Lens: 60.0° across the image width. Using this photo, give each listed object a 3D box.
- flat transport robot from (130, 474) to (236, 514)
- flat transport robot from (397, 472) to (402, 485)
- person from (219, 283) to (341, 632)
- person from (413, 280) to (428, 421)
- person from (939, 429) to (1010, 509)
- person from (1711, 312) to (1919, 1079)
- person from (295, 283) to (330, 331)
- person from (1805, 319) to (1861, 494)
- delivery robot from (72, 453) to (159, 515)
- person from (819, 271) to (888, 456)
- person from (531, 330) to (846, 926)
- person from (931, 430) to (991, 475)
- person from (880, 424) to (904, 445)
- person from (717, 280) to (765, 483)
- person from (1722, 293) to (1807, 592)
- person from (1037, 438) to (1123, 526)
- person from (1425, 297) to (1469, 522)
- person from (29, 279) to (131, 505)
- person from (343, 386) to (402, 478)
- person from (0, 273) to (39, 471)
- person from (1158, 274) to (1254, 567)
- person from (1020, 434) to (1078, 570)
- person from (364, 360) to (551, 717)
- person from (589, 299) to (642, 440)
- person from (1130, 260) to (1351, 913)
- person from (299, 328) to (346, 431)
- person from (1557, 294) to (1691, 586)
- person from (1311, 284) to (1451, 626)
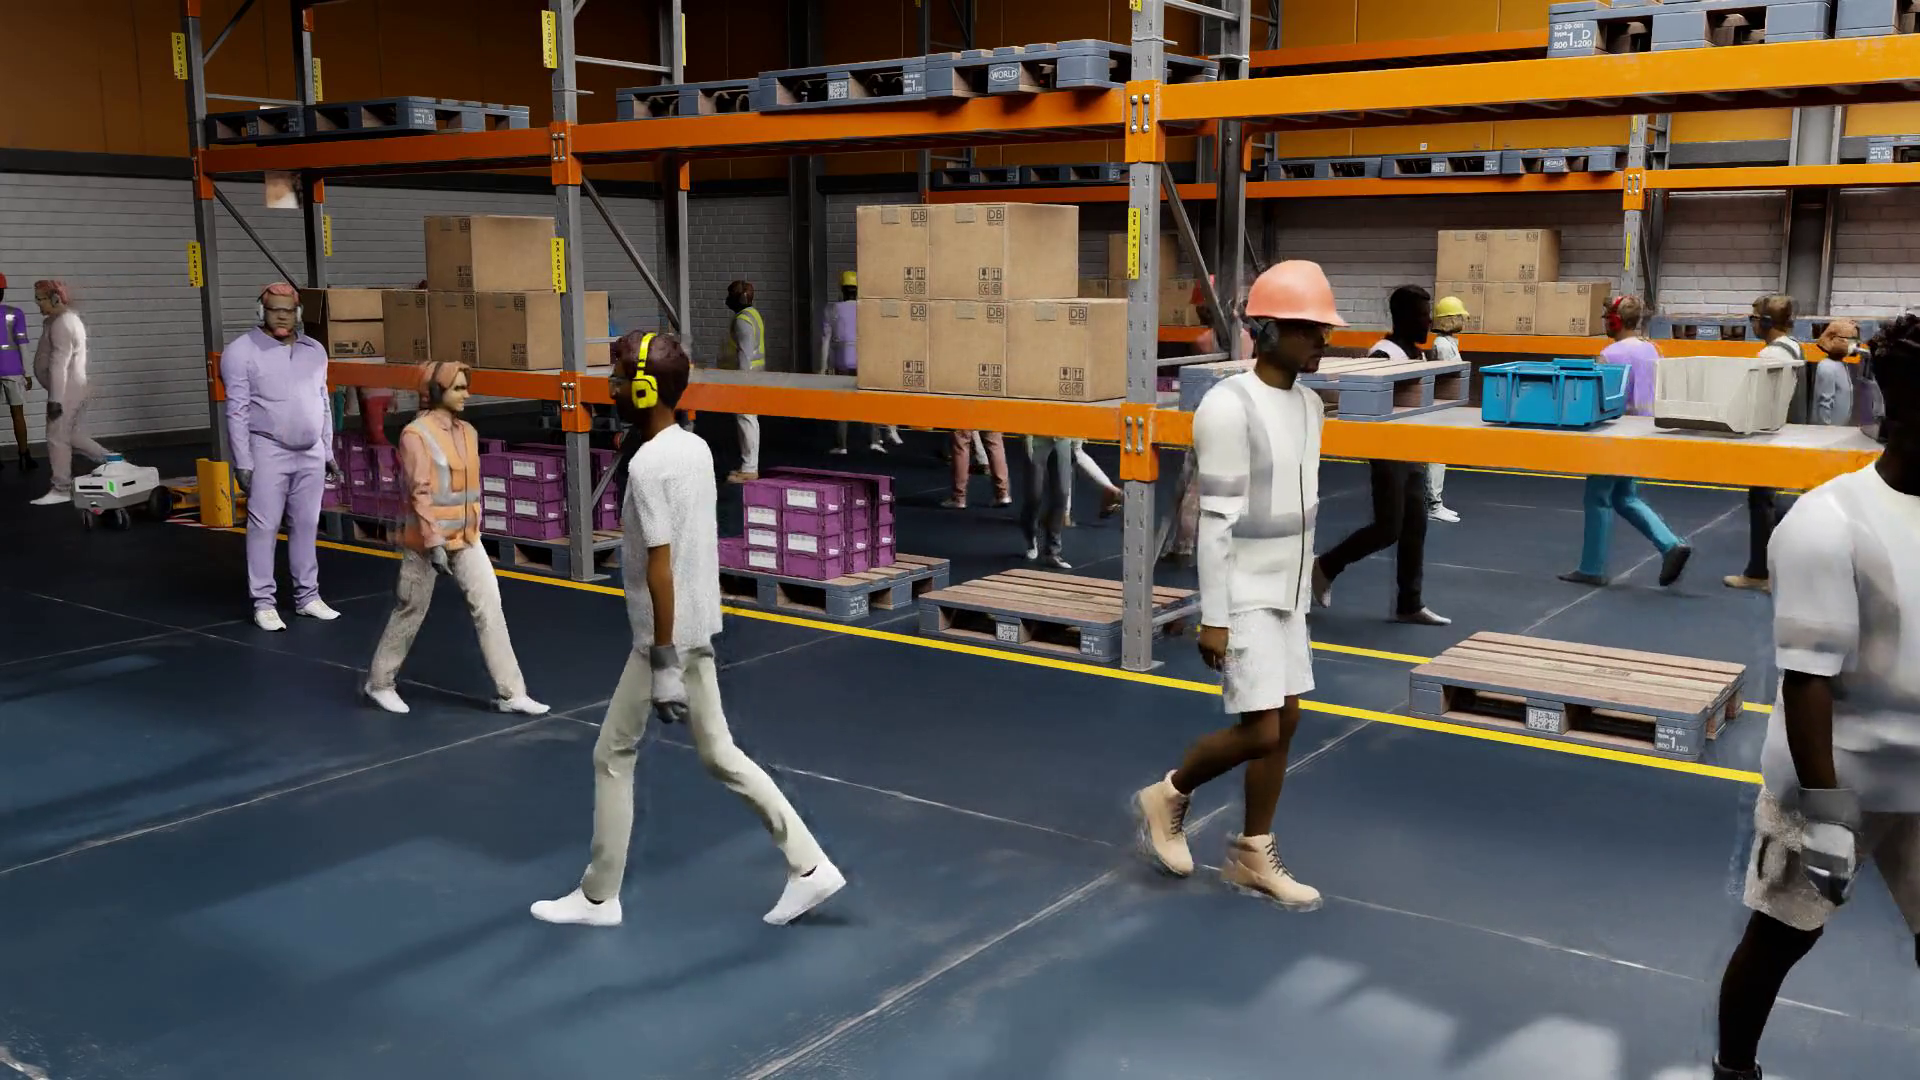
[{"bbox_3d":[-6.134,-0.409,13.734,0.652,0.197,1.431,9,13,42],"label":"flat transport robot"},{"bbox_3d":[-5.181,-0.584,14.779,0.652,0.197,1.431,8,13,40],"label":"flat transport robot"},{"bbox_3d":[-3.717,-0.461,9.202,0.399,1.903,0.643,6,11,32],"label":"person"},{"bbox_3d":[-5.440,-1.742,17.055,0.587,1.838,1.023,5,11,28],"label":"person"},{"bbox_3d":[0.112,-1.175,13.526,0.689,1.902,0.574,-6,11,-32],"label":"person"},{"bbox_3d":[1.953,0.503,3.388,0.624,1.918,0.957,-4,10,-21],"label":"person"},{"bbox_3d":[-6.462,-1.679,16.659,0.570,1.833,0.776,-7,12,-35],"label":"person"},{"bbox_3d":[5.893,-0.675,11.267,0.268,1.632,0.508,7,12,36],"label":"person"},{"bbox_3d":[-6.423,-0.418,12.666,0.477,0.478,0.707,0,9,3],"label":"delivery robot"},{"bbox_3d":[-1.085,-1.816,17.248,0.769,1.908,0.520,0,10,-2],"label":"person"},{"bbox_3d":[-0.812,0.288,4.978,0.948,1.834,0.542,2,10,12],"label":"person"},{"bbox_3d":[0.007,-1.586,15.949,0.653,1.883,1.007,-7,12,-37],"label":"person"},{"bbox_3d":[-0.843,-1.958,18.287,0.532,1.840,0.704,-4,10,-24],"label":"person"},{"bbox_3d":[-2.000,-1.446,15.232,0.429,1.846,0.633,0,10,-1],"label":"person"},{"bbox_3d":[4.989,-0.578,10.114,0.489,1.828,0.523,9,13,44],"label":"person"},{"bbox_3d":[0.867,-0.975,12.540,0.591,1.810,0.689,6,11,30],"label":"person"},{"bbox_3d":[3.797,-1.023,13.008,0.290,1.746,0.486,2,10,14],"label":"person"},{"bbox_3d":[-7.418,-1.236,13.880,0.704,1.879,0.665,-4,10,-24],"label":"person"},{"bbox_3d":[-4.958,-1.218,14.251,0.798,1.736,0.536,2,10,14],"label":"person"},{"bbox_3d":[-9.241,-1.626,16.028,0.543,1.938,0.356,-3,10,-17],"label":"person"},{"bbox_3d":[1.734,-0.734,10.746,0.615,1.947,1.014,-8,13,-41],"label":"person"},{"bbox_3d":[0.573,-0.626,11.057,0.518,1.606,0.612,-5,11,-25],"label":"person"},{"bbox_3d":[-2.301,0.003,7.353,0.868,1.597,0.513,4,10,22],"label":"person"},{"bbox_3d":[-3.926,-1.978,18.980,0.902,1.657,0.533,-4,10,-24],"label":"person"},{"bbox_3d":[0.896,0.156,5.156,0.571,2.024,0.626,8,13,41],"label":"person"},{"bbox_3d":[-5.568,-1.301,14.607,0.311,1.769,0.525,4,11,25],"label":"person"},{"bbox_3d":[4.102,-0.591,10.208,0.572,1.824,0.719,-7,12,-38],"label":"person"},{"bbox_3d":[2.374,-0.470,9.262,0.716,1.900,0.603,8,12,39],"label":"person"}]
